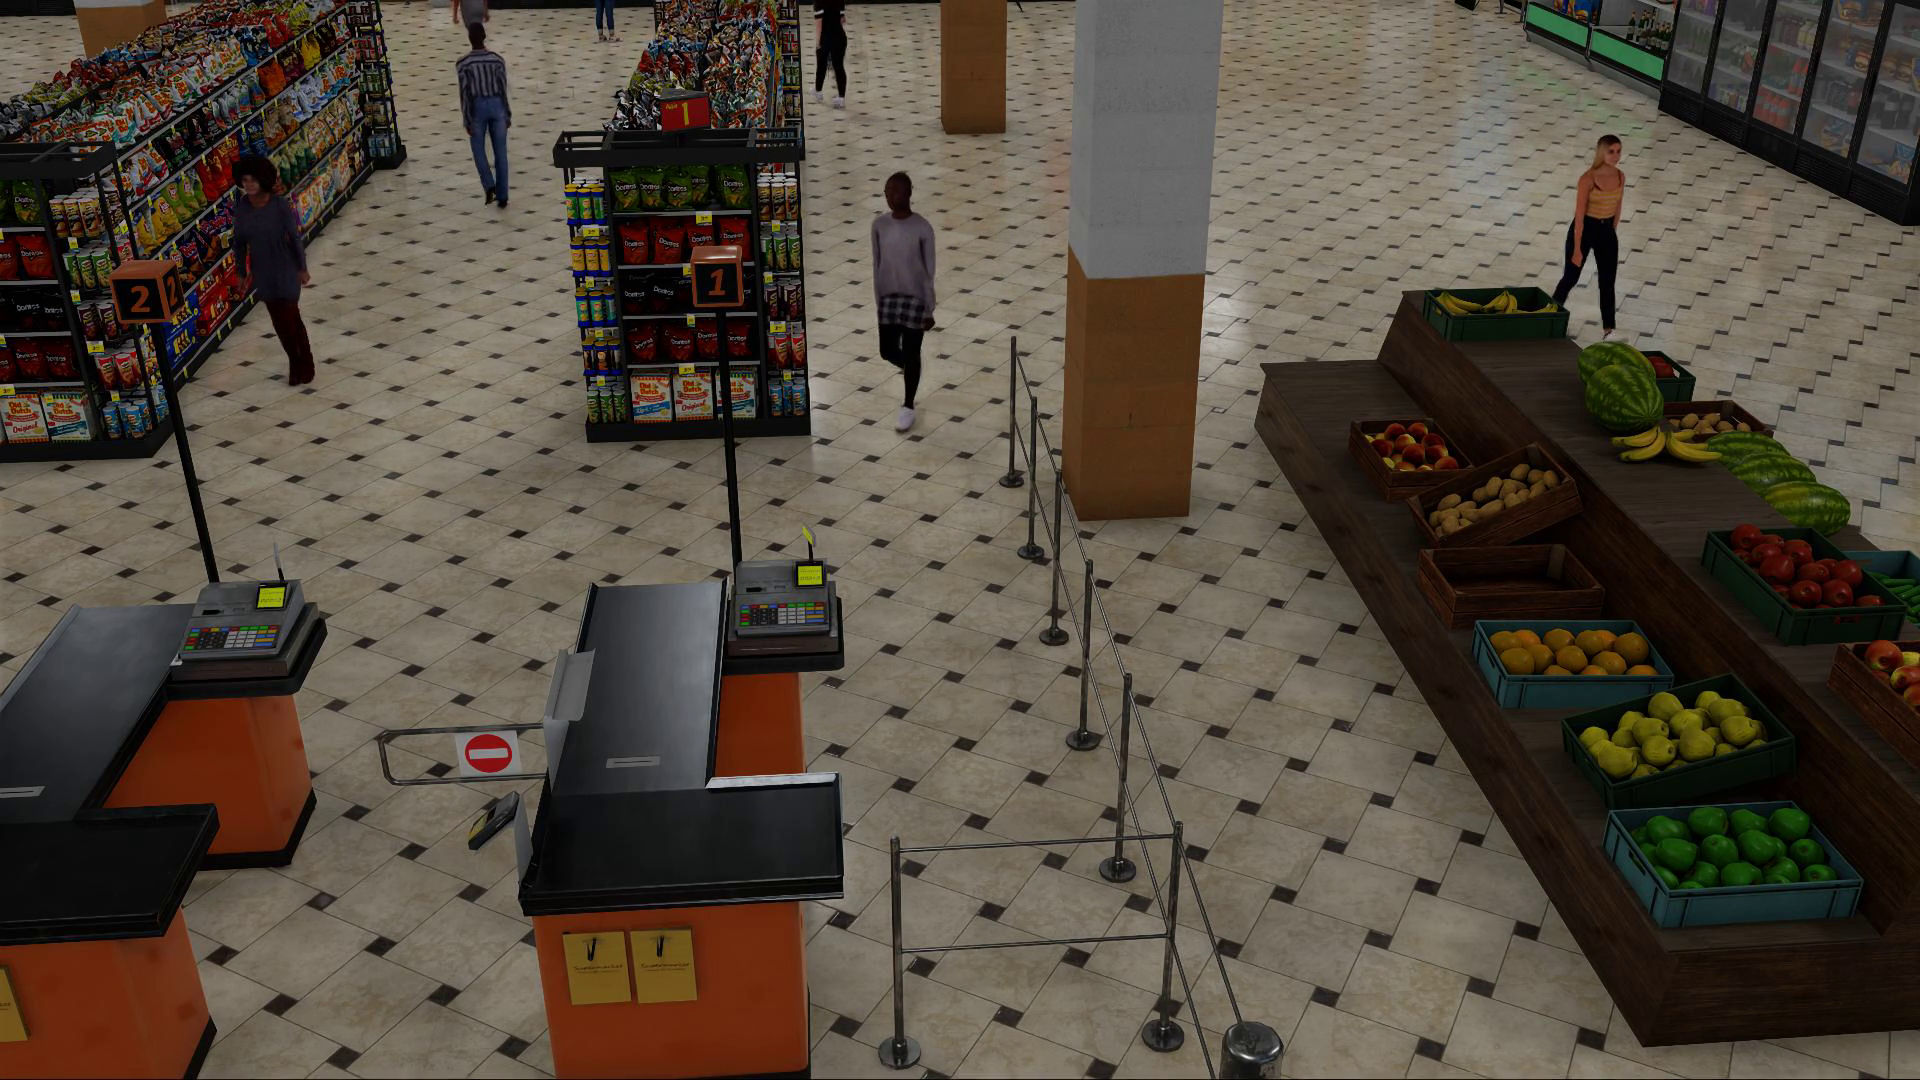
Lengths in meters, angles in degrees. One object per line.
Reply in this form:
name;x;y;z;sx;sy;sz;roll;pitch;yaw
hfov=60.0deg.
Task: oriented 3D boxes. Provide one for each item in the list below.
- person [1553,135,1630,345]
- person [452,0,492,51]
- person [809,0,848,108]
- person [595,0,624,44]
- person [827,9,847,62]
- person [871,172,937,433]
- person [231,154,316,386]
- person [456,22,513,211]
person;4.825;-2.324;12.861;0.673;1.588;1.118;-6;27;-11
person;-6.216;-6.755;21.420;0.992;1.750;0.984;16;31;29
person;-1.539;-6.088;20.262;0.928;1.608;1.101;-18;32;-31
person;-5.197;-8.013;24.196;0.632;1.483;0.624;9;28;17
person;-1.686;-7.252;22.899;0.582;1.299;0.646;21;34;35
person;-0.341;-1.644;11.330;0.805;1.761;0.934;9;28;16
person;-4.904;-1.952;12.005;0.640;1.699;0.643;2;27;4
person;-4.527;-4.054;16.055;0.742;1.786;0.772;-12;29;-22
